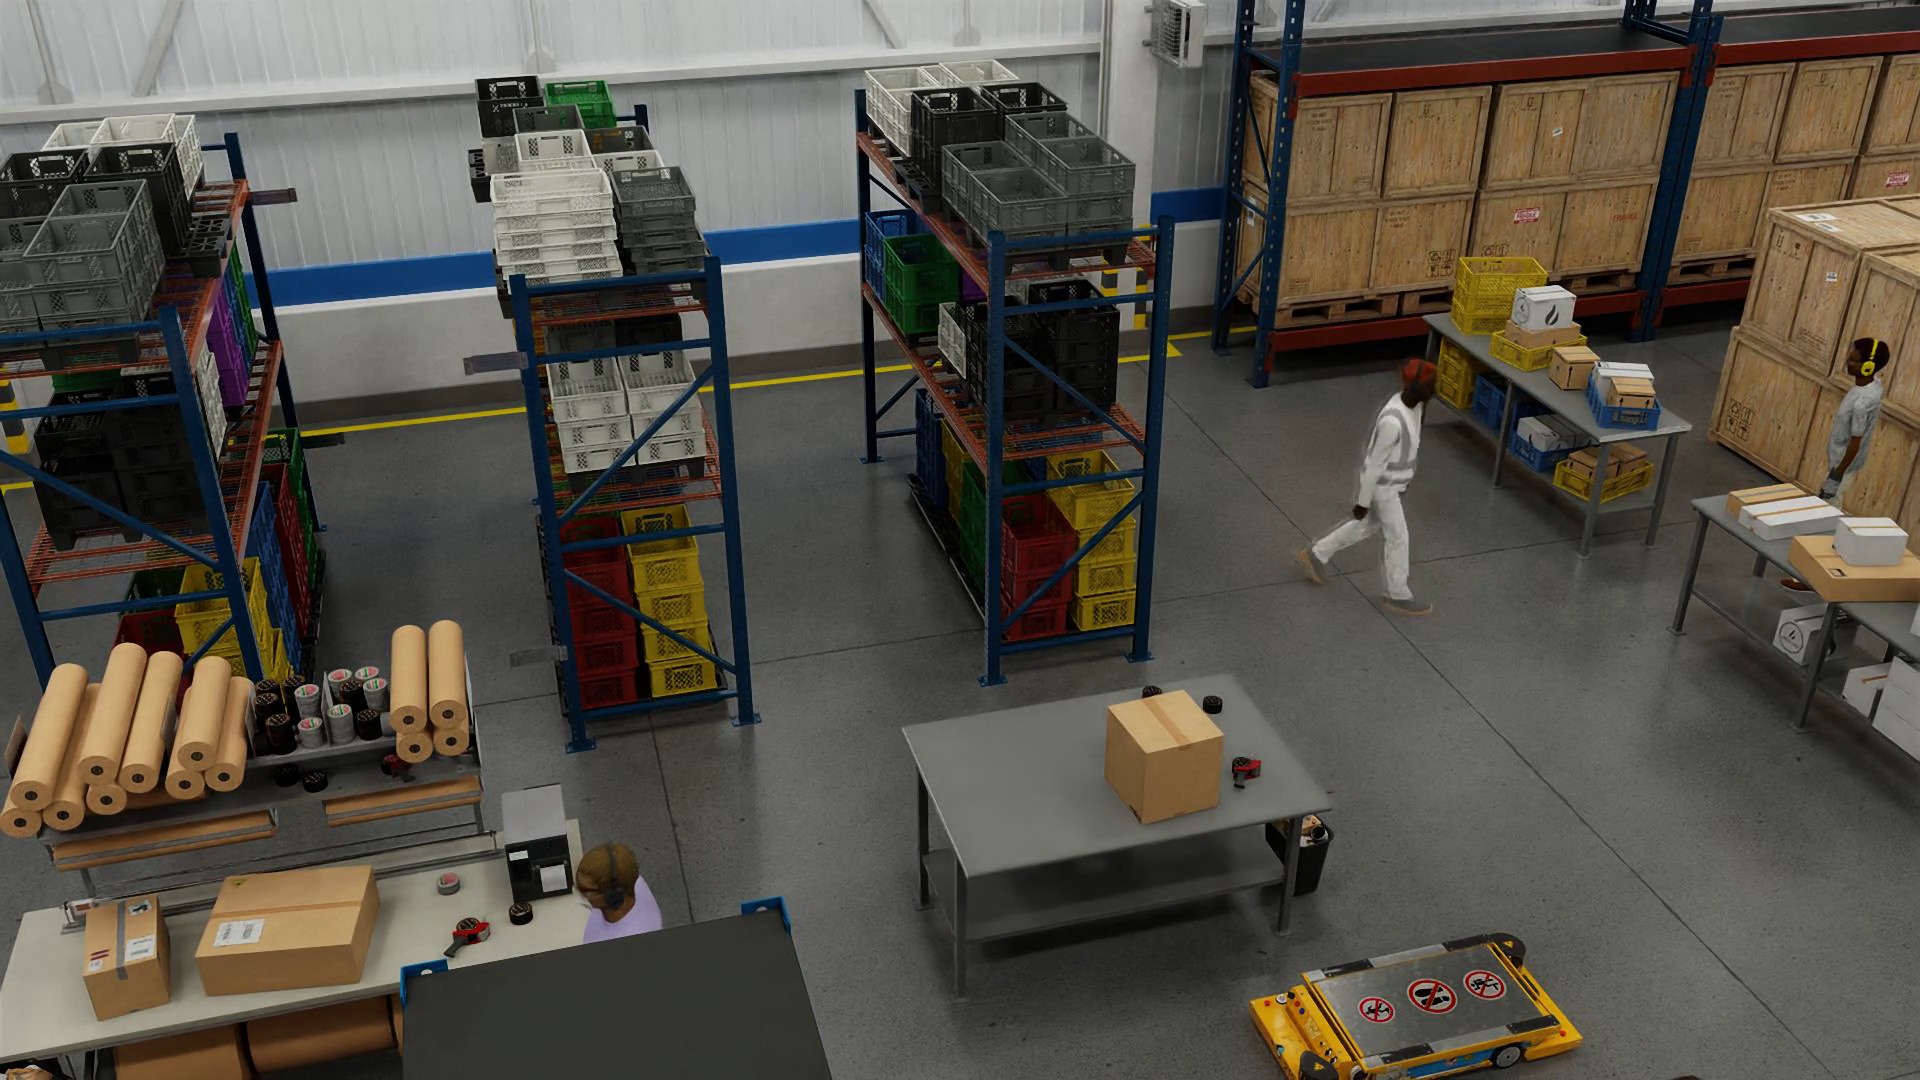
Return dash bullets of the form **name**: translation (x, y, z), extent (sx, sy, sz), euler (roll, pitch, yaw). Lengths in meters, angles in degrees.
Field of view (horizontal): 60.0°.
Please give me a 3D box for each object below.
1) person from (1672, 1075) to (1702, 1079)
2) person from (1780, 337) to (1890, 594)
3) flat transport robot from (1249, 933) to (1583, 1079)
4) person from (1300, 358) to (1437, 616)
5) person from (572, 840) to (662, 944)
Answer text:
- **person**: translation (2.373, 2.591, 5.811), extent (0.615, 1.835, 0.429), euler (15, 32, 25)
- **person**: translation (6.025, -0.514, 11.417), extent (0.328, 1.875, 0.513), euler (15, 32, 25)
- **flat transport robot**: translation (2.184, 2.282, 7.980), extent (1.431, 0.197, 0.652), euler (-8, 30, -14)
- **person**: translation (2.813, -0.397, 11.238), extent (0.927, 1.850, 0.589), euler (13, 31, 22)
- **person**: translation (-1.337, 2.007, 6.763), extent (0.372, 1.940, 0.631), euler (-8, 30, -14)
